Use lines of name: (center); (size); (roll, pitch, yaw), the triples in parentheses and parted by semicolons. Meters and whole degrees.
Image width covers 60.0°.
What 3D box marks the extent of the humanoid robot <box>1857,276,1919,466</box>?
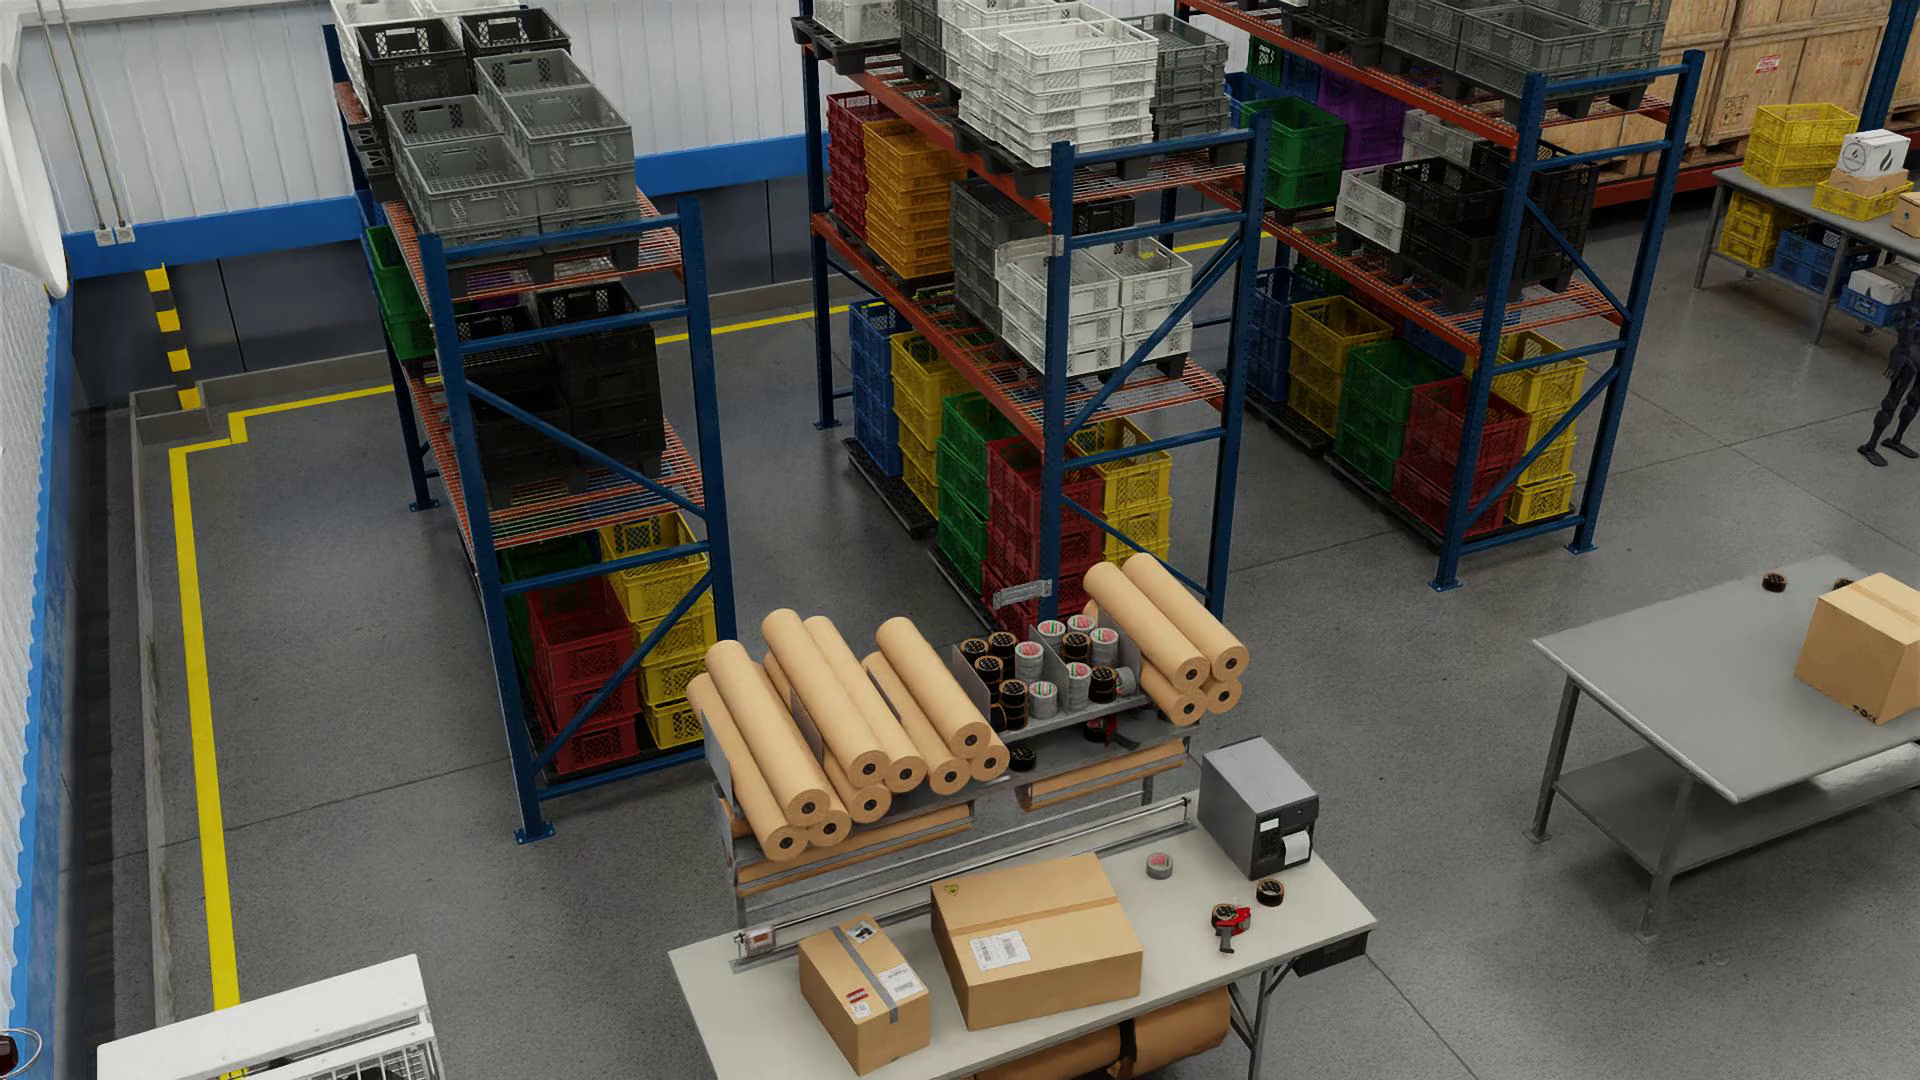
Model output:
humanoid robot: (6.218, -1.270, 10.676); (0.612, 1.657, 0.308); (-12, 34, -19)
